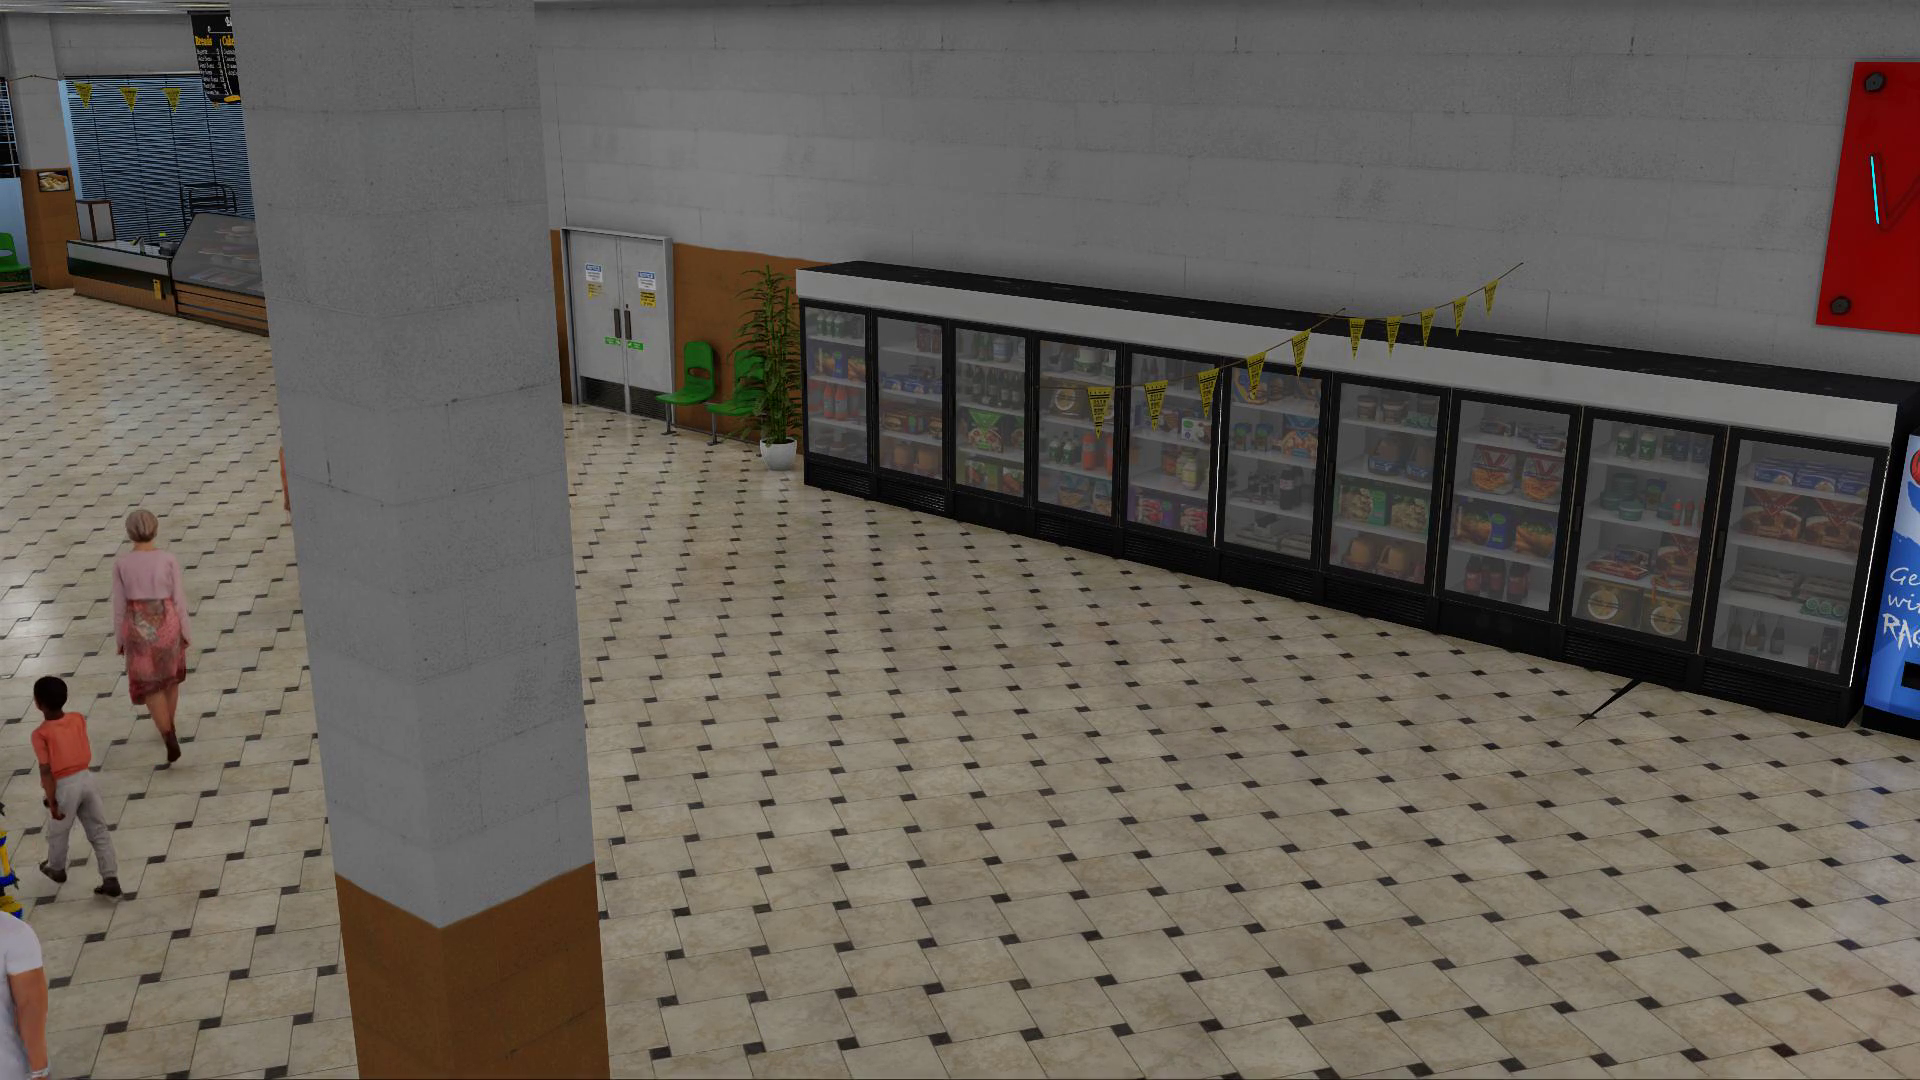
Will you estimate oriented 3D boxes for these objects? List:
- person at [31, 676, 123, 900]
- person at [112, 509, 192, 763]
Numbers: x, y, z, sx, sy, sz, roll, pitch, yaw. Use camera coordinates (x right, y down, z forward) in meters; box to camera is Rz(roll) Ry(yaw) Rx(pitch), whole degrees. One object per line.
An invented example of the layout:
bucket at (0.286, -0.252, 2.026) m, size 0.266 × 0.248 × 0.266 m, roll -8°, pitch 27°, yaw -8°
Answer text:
person at (-4.826, 1.381, 9.108) m, size 0.593 × 1.282 × 0.851 m, roll 11°, pitch 20°, yaw 33°
person at (-5.259, 0.651, 10.862) m, size 1.022 × 1.660 × 0.846 m, roll -11°, pitch 20°, yaw -32°
